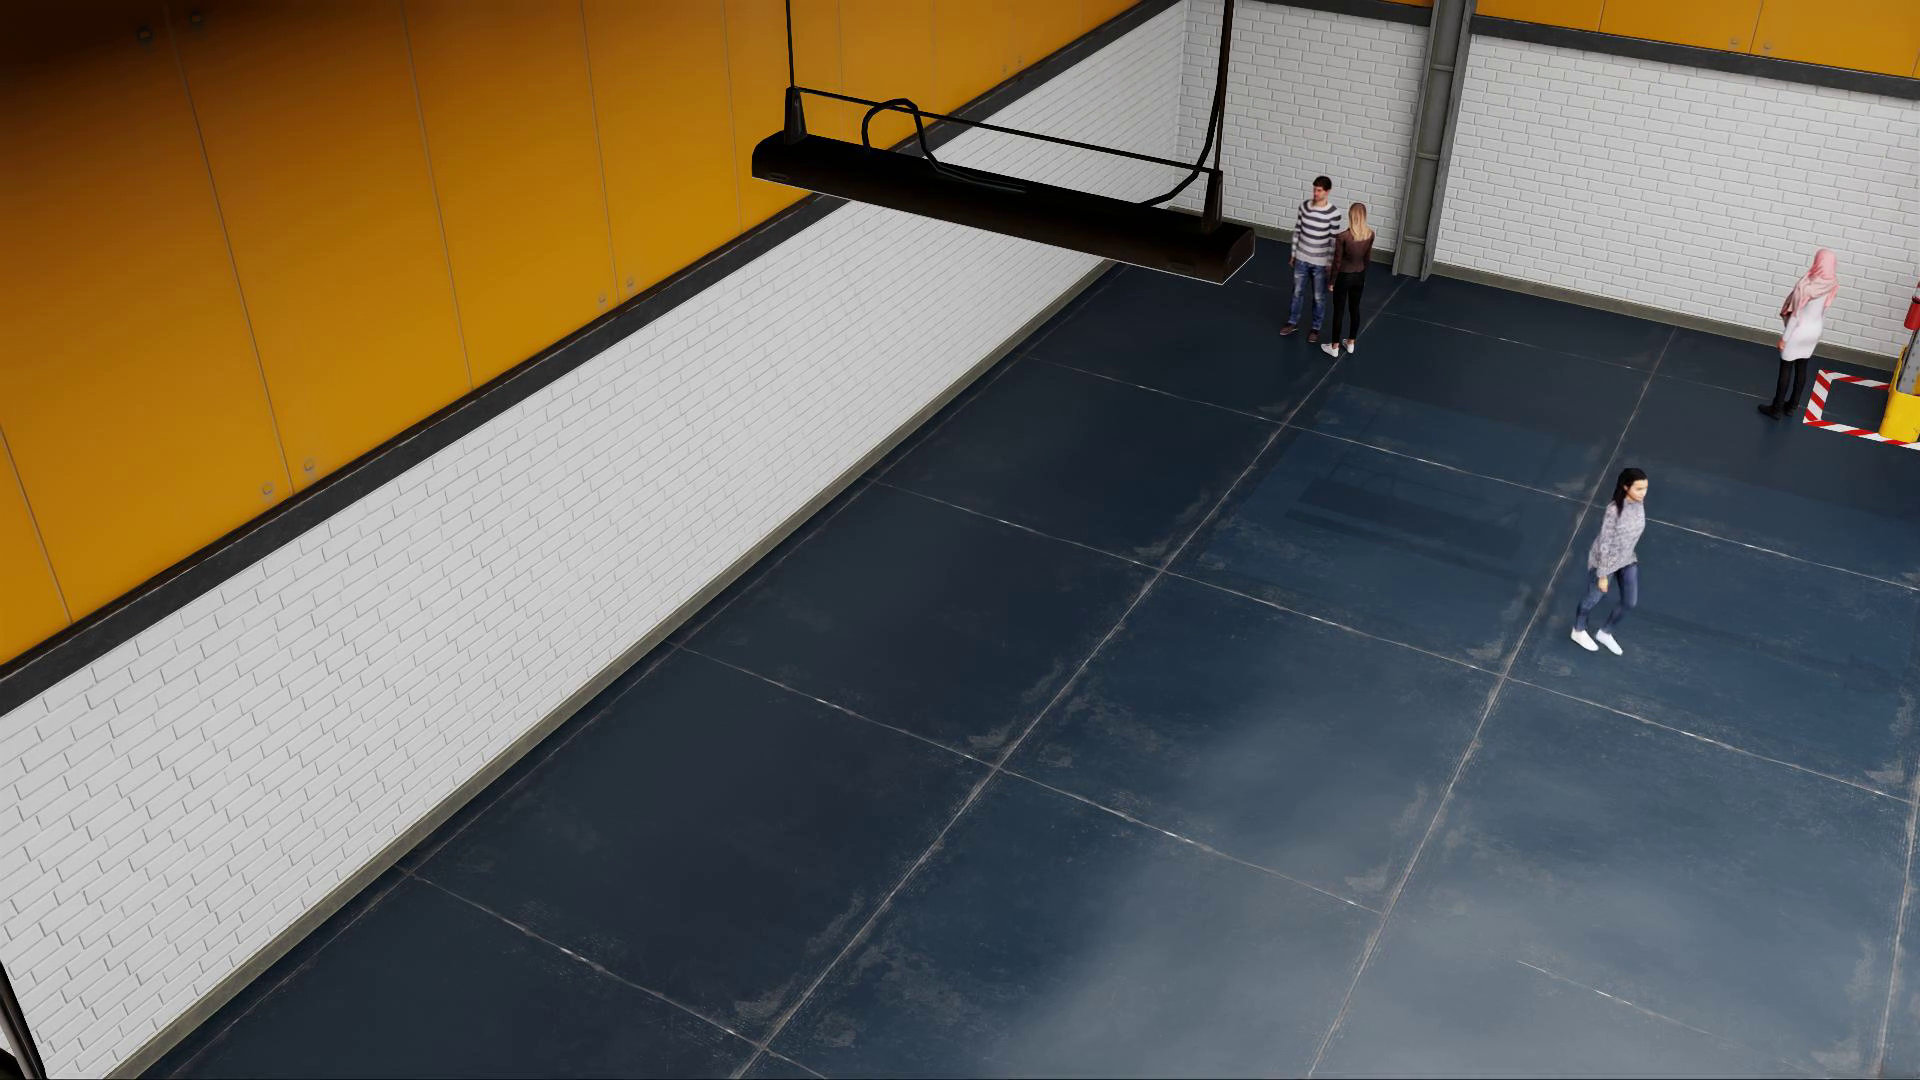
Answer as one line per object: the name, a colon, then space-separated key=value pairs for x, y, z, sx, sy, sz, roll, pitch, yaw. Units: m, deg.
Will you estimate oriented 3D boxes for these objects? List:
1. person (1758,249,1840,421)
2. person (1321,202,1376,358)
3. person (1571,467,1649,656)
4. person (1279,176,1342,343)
person: x=8.330 y=-2.034 z=16.449 sx=0.724 sy=1.803 sz=0.785 roll=-8 pitch=35 yaw=-12
person: x=4.131 y=-2.764 z=17.637 sx=0.673 sy=1.705 sz=0.706 roll=-12 pitch=36 yaw=-18
person: x=5.132 y=0.133 z=13.268 sx=0.770 sy=1.715 sz=0.817 roll=-16 pitch=37 yaw=-23
person: x=3.811 y=-3.051 z=17.935 sx=0.497 sy=1.854 sz=0.725 roll=22 pitch=39 yaw=29
